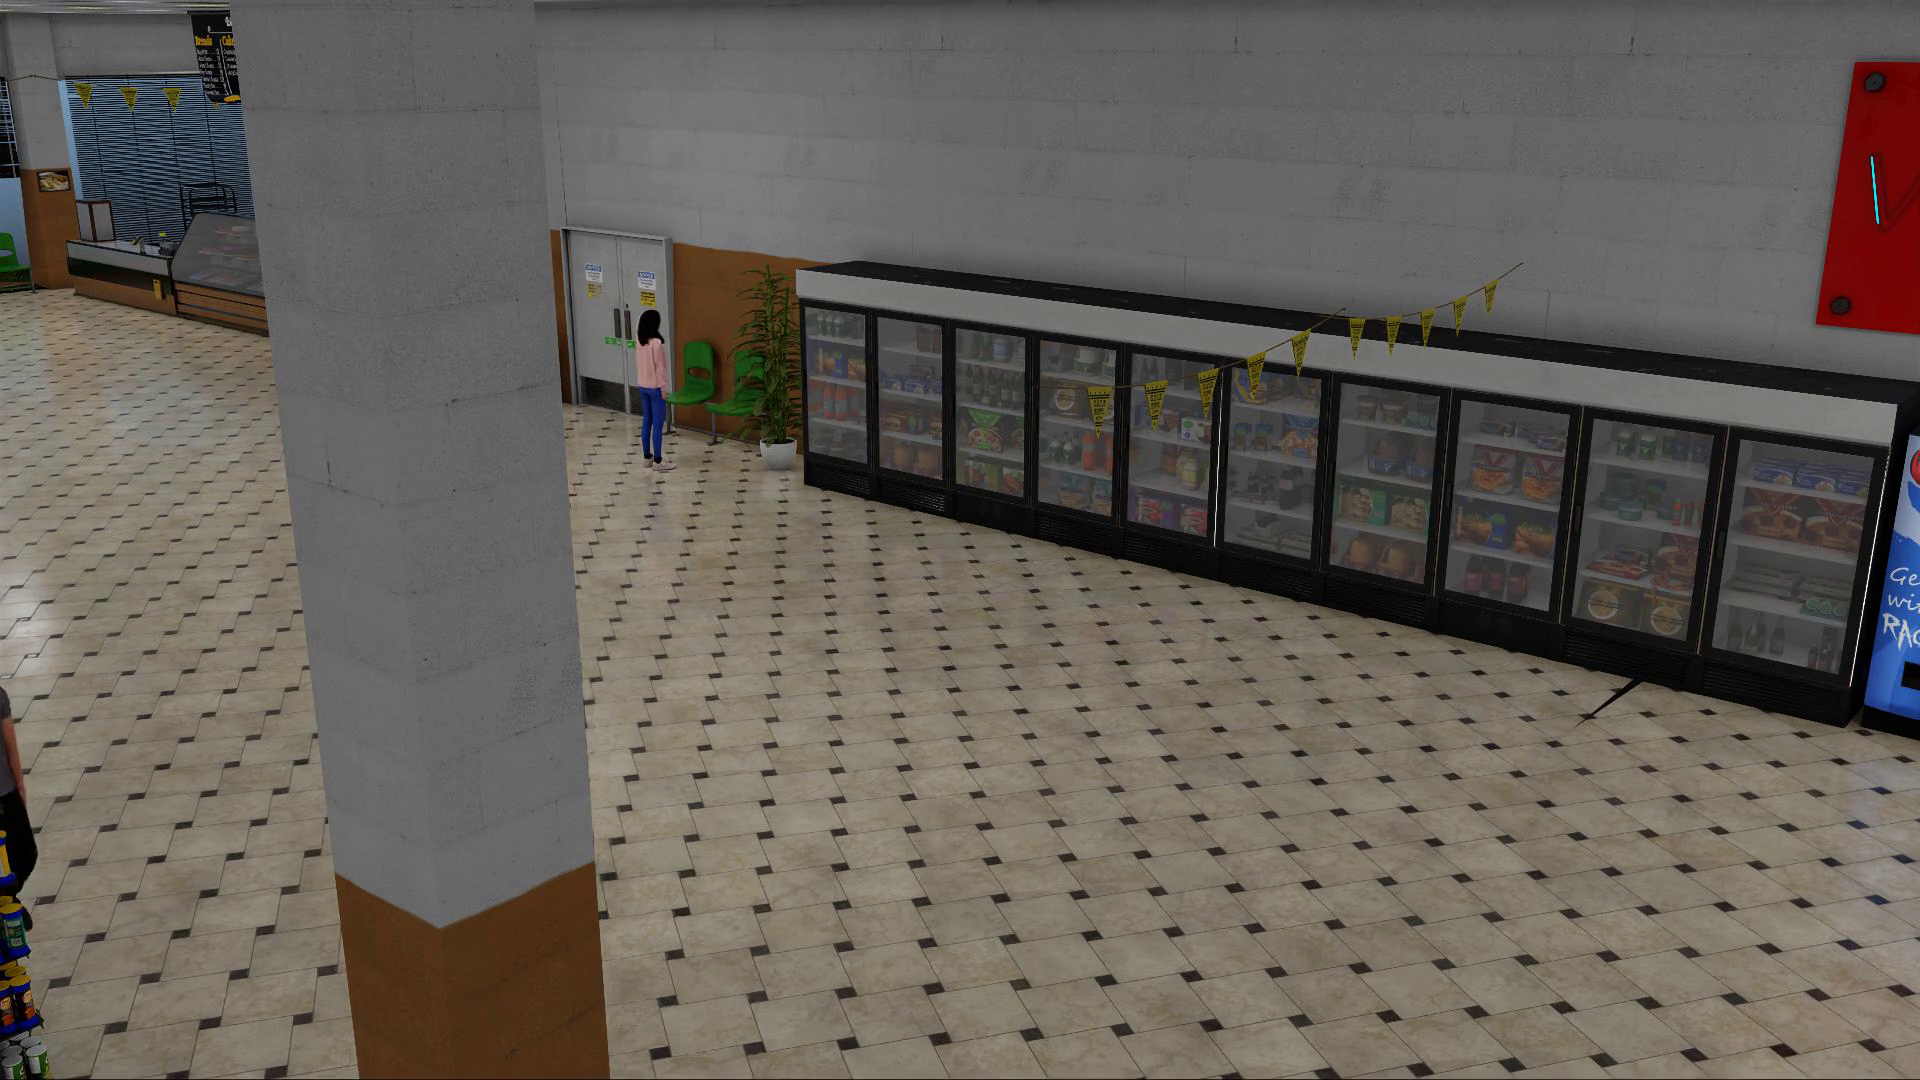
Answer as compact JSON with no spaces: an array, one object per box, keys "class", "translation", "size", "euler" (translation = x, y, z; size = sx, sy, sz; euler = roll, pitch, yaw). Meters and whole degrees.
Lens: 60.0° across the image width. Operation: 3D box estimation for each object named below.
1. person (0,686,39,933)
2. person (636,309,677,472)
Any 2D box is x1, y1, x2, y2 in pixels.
[{"class":"person","translation":[-5.062,1.319,8.514],"size":[0.684,1.746,0.660],"euler":[14,22,39]},{"class":"person","translation":[-3.384,-1.657,18.277],"size":[0.596,1.768,0.684],"euler":[-14,22,-38]}]
